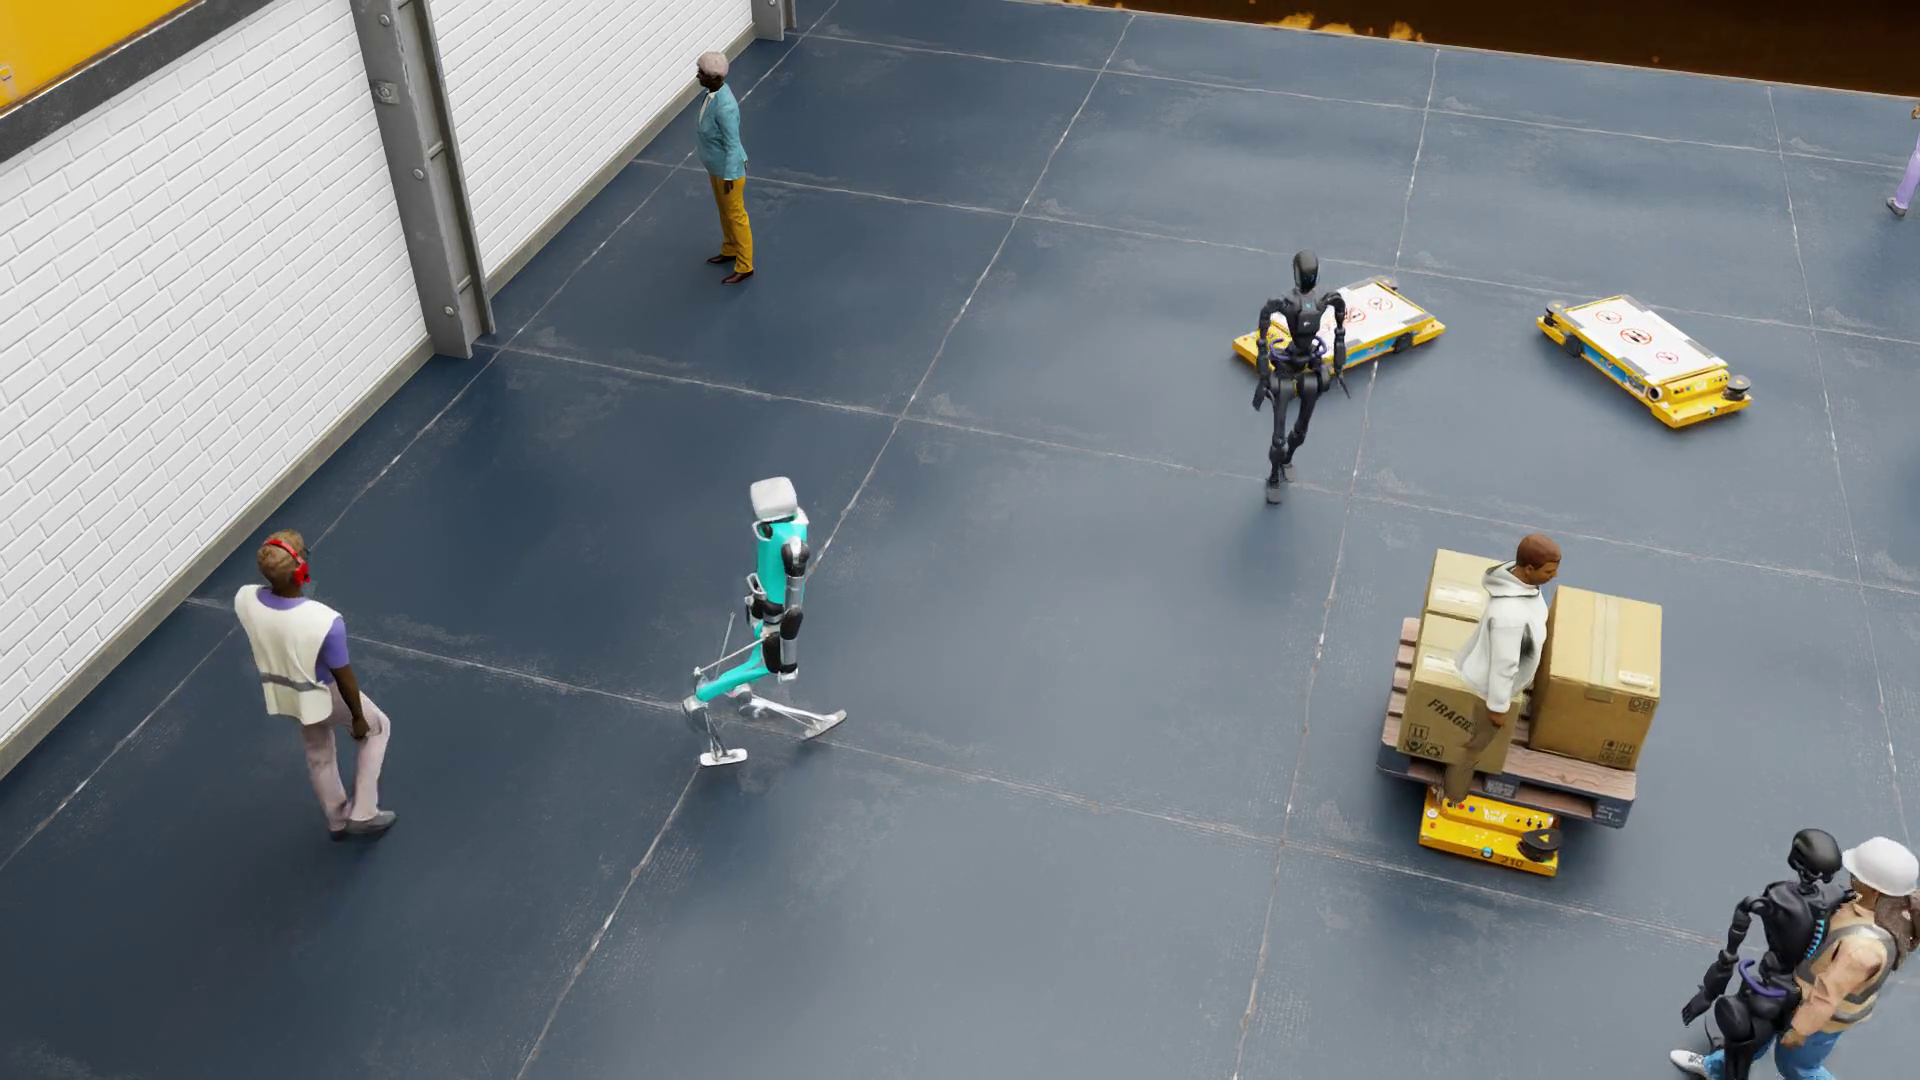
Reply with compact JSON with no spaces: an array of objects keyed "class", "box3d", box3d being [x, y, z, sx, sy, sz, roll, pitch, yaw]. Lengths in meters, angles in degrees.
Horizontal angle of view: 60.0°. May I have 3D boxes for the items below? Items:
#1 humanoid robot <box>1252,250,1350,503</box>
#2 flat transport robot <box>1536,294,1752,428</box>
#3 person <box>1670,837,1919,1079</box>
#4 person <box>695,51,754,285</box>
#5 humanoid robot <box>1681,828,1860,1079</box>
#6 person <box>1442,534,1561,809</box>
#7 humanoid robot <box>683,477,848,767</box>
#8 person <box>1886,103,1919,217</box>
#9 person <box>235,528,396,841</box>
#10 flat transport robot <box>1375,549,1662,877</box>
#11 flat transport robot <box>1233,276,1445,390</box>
[{"class":"humanoid robot","box3d":[2.088,-1.011,10.157,0.615,1.656,0.513,-6,39,-7]},{"class":"flat transport robot","box3d":[4.756,-1.291,11.610,0.659,0.231,1.431,-15,41,-18]},{"class":"person","box3d":[3.454,1.808,6.617,0.769,1.693,0.510,20,43,23]},{"class":"person","box3d":[-1.749,-2.740,12.227,0.341,1.755,0.524,-15,41,-18]},{"class":"humanoid robot","box3d":[3.237,1.809,6.656,0.596,1.620,0.759,-5,39,-7]},{"class":"person","box3d":[2.541,0.679,7.968,0.372,1.762,0.522,11,40,13]},{"class":"humanoid robot","box3d":[-1.097,0.506,8.232,1.036,1.752,0.542,-14,41,-16]},{"class":"person","box3d":[7.743,-3.365,12.932,0.568,1.845,0.385,11,40,13]},{"class":"person","box3d":[-3.026,0.724,7.862,0.576,1.829,0.467,10,40,12]},{"class":"flat transport robot","box3d":[2.808,1.093,8.645,0.659,0.231,1.431,12,40,15]},{"class":"flat transport robot","box3d":[2.712,-1.485,11.852,1.431,0.231,0.659,-21,43,-24]}]
